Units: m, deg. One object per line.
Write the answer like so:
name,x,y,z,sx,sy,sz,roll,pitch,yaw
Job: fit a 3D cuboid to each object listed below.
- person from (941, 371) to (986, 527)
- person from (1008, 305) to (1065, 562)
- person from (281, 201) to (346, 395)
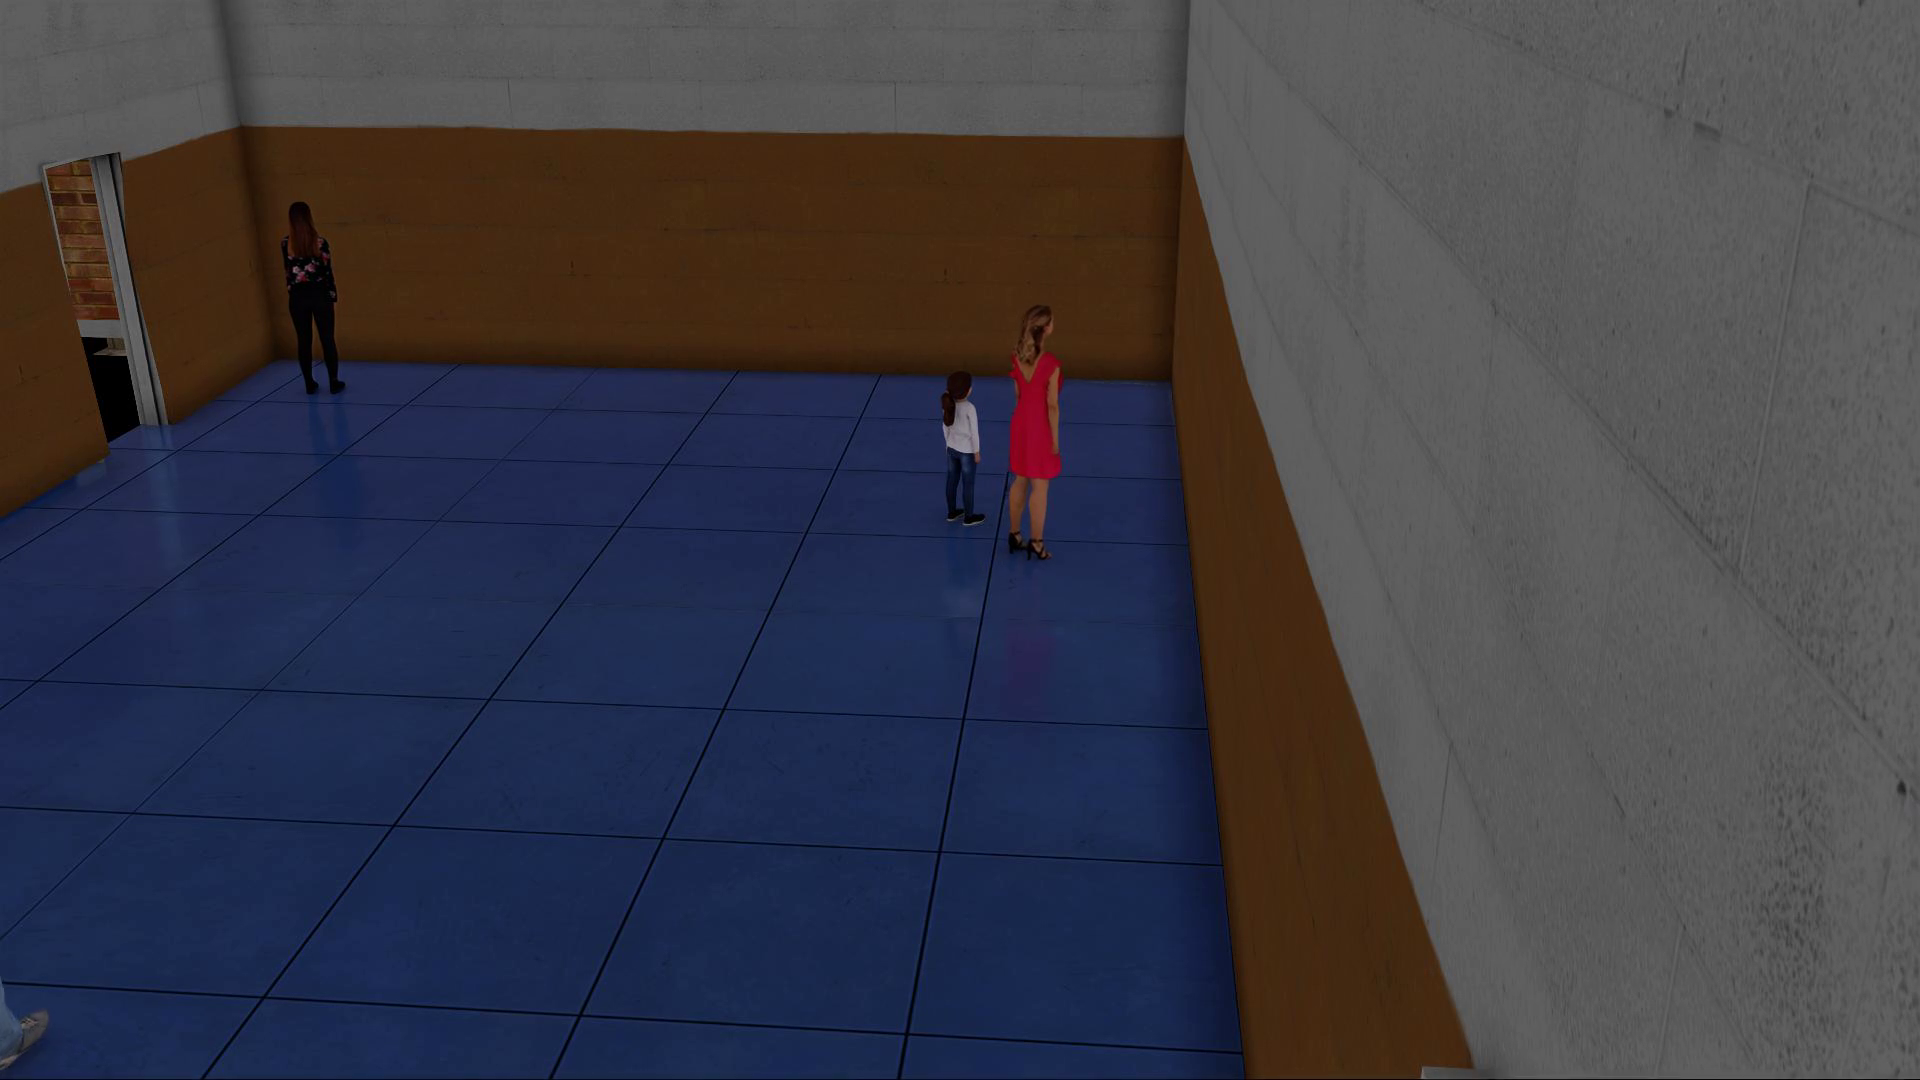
person,0.008,-0.660,11.694,0.523,1.110,0.590,18,28,38
person,0.470,-0.710,10.998,0.720,1.722,0.659,-18,28,-37
person,-5.681,-2.114,14.544,0.519,1.684,0.667,-3,22,-7
